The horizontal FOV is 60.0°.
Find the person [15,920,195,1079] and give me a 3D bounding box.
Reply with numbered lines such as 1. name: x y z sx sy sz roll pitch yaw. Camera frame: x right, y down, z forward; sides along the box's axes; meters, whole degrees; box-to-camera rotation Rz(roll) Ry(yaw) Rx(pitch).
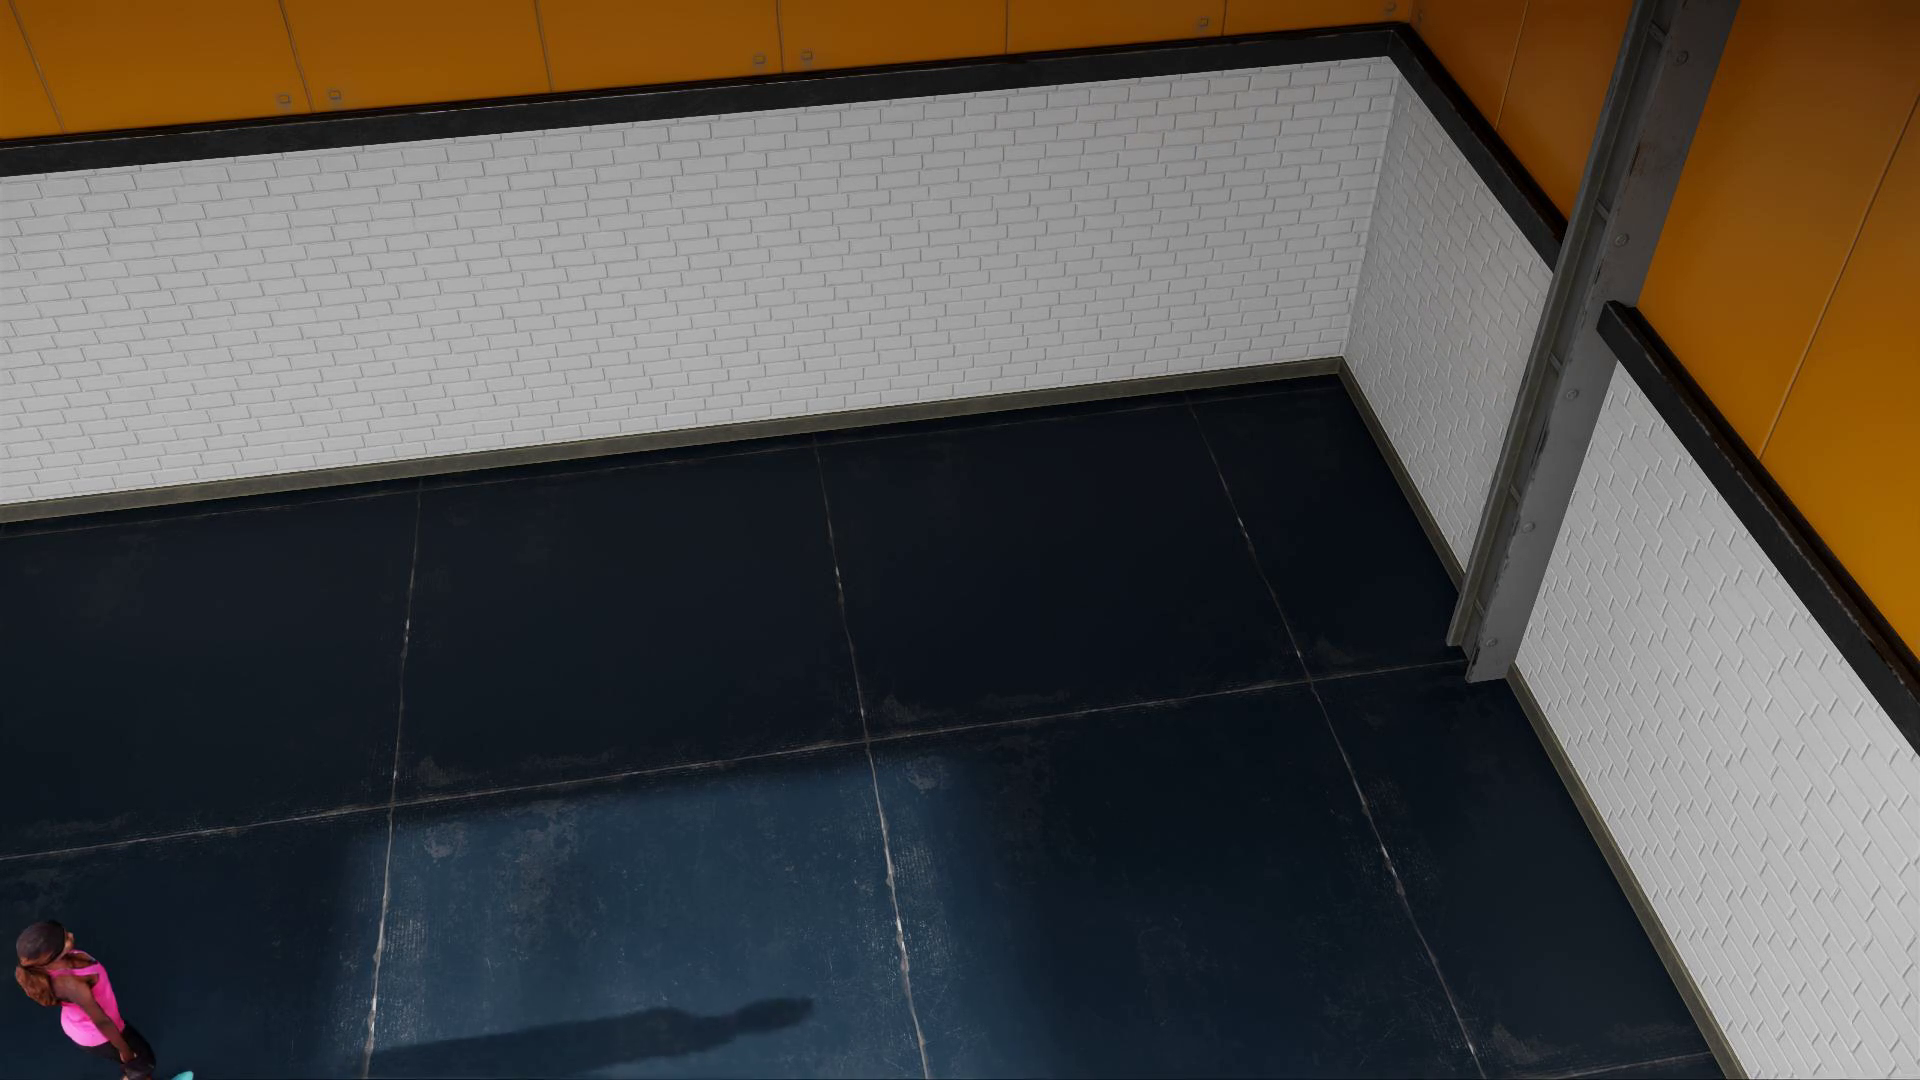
1. person: -4.373 2.491 8.296 0.870 1.709 0.917 28 50 26
